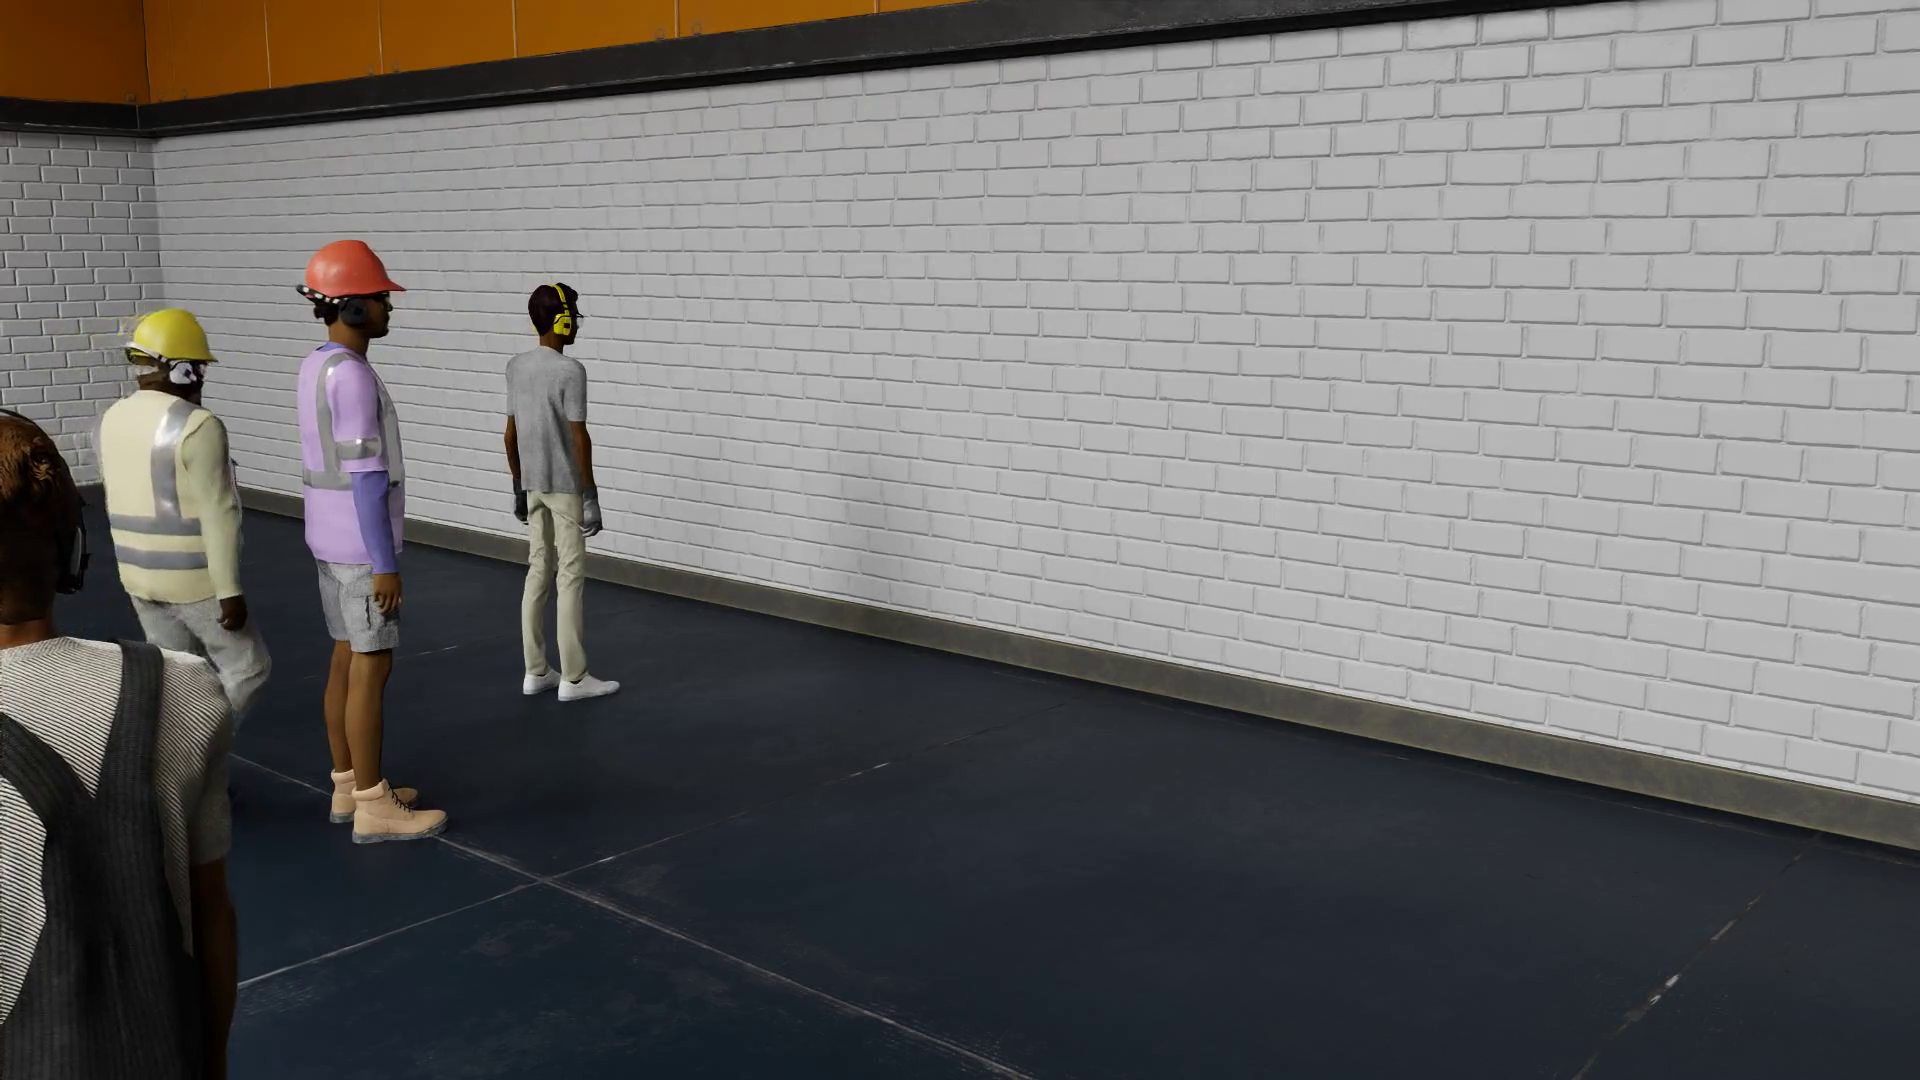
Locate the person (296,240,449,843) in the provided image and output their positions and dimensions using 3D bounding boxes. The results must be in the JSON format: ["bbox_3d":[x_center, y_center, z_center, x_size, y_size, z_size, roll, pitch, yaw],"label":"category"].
[{"bbox_3d":[-2.039,0.011,5.703,0.370,2.048,0.607,-7,12,-33],"label":"person"}]

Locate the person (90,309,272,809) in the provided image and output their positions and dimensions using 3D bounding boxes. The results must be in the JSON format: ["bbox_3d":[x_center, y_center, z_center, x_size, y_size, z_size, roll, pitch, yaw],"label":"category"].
[{"bbox_3d":[-2.690,0.116,5.745,0.622,1.810,0.427,5,11,27],"label":"person"}]

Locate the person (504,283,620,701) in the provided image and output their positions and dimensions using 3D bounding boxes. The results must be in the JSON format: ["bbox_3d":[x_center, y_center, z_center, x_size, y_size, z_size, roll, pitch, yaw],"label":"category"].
[{"bbox_3d":[-1.818,-0.213,7.486,0.535,1.868,0.309,7,12,34],"label":"person"}]

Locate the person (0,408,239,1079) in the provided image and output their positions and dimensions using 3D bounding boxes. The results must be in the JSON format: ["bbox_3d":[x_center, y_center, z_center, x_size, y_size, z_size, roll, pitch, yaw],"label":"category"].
[{"bbox_3d":[-1.104,0.757,2.026,0.345,1.846,0.508,5,11,26],"label":"person"}]
